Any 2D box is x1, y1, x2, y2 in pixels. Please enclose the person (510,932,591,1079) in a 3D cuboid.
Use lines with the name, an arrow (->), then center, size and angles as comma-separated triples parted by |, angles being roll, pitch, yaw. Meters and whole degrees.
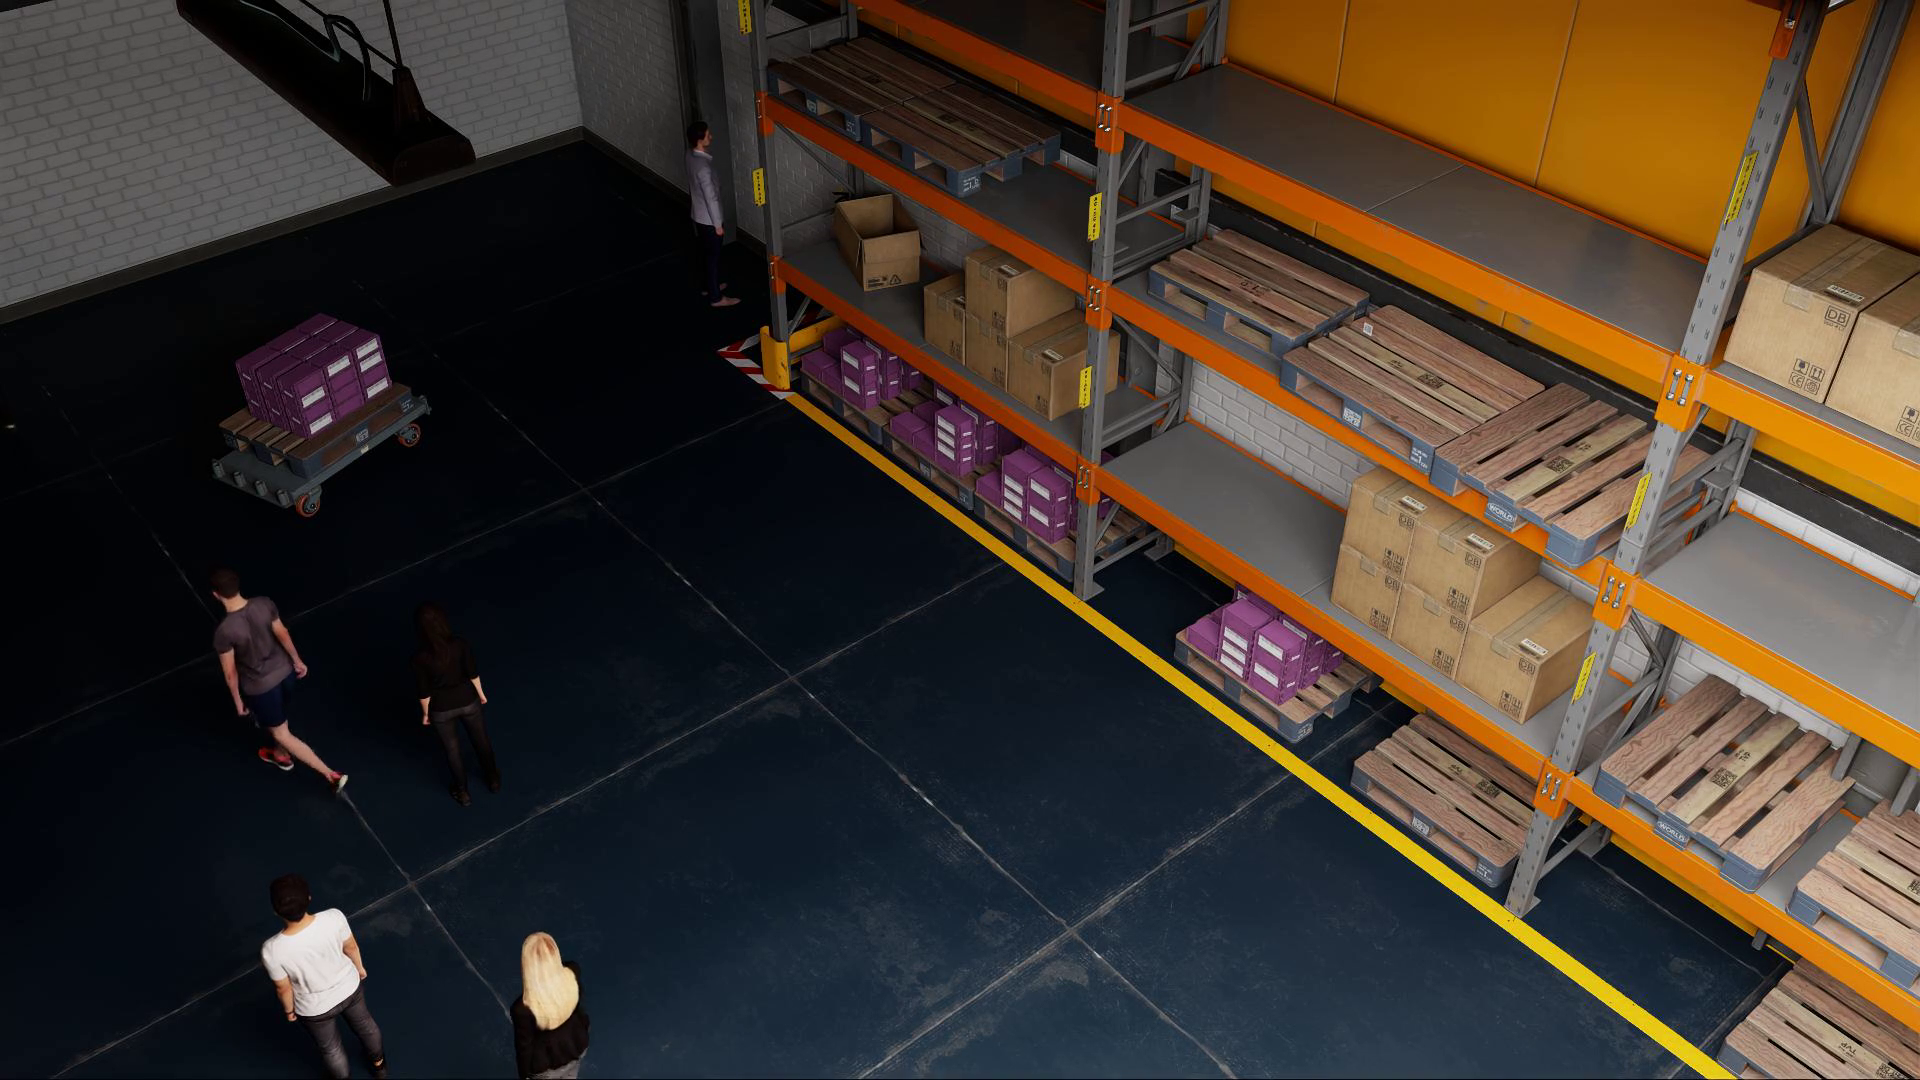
person -> -1.998, 2.731, 8.597 | 0.948, 1.818, 0.748 | 23, 44, 26

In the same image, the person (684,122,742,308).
person -> -2.427, -3.128, 15.905 | 0.784, 1.853, 0.594 | -18, 42, -21

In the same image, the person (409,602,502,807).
person -> -3.291, 1.072, 10.818 | 0.608, 1.640, 0.550 | -20, 43, -23

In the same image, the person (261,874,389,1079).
person -> -3.456, 2.436, 9.043 | 0.628, 1.723, 0.539 | -31, 48, -33

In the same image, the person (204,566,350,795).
person -> -4.440, 0.964, 10.810 | 1.251, 1.817, 1.001 | 17, 42, 20
